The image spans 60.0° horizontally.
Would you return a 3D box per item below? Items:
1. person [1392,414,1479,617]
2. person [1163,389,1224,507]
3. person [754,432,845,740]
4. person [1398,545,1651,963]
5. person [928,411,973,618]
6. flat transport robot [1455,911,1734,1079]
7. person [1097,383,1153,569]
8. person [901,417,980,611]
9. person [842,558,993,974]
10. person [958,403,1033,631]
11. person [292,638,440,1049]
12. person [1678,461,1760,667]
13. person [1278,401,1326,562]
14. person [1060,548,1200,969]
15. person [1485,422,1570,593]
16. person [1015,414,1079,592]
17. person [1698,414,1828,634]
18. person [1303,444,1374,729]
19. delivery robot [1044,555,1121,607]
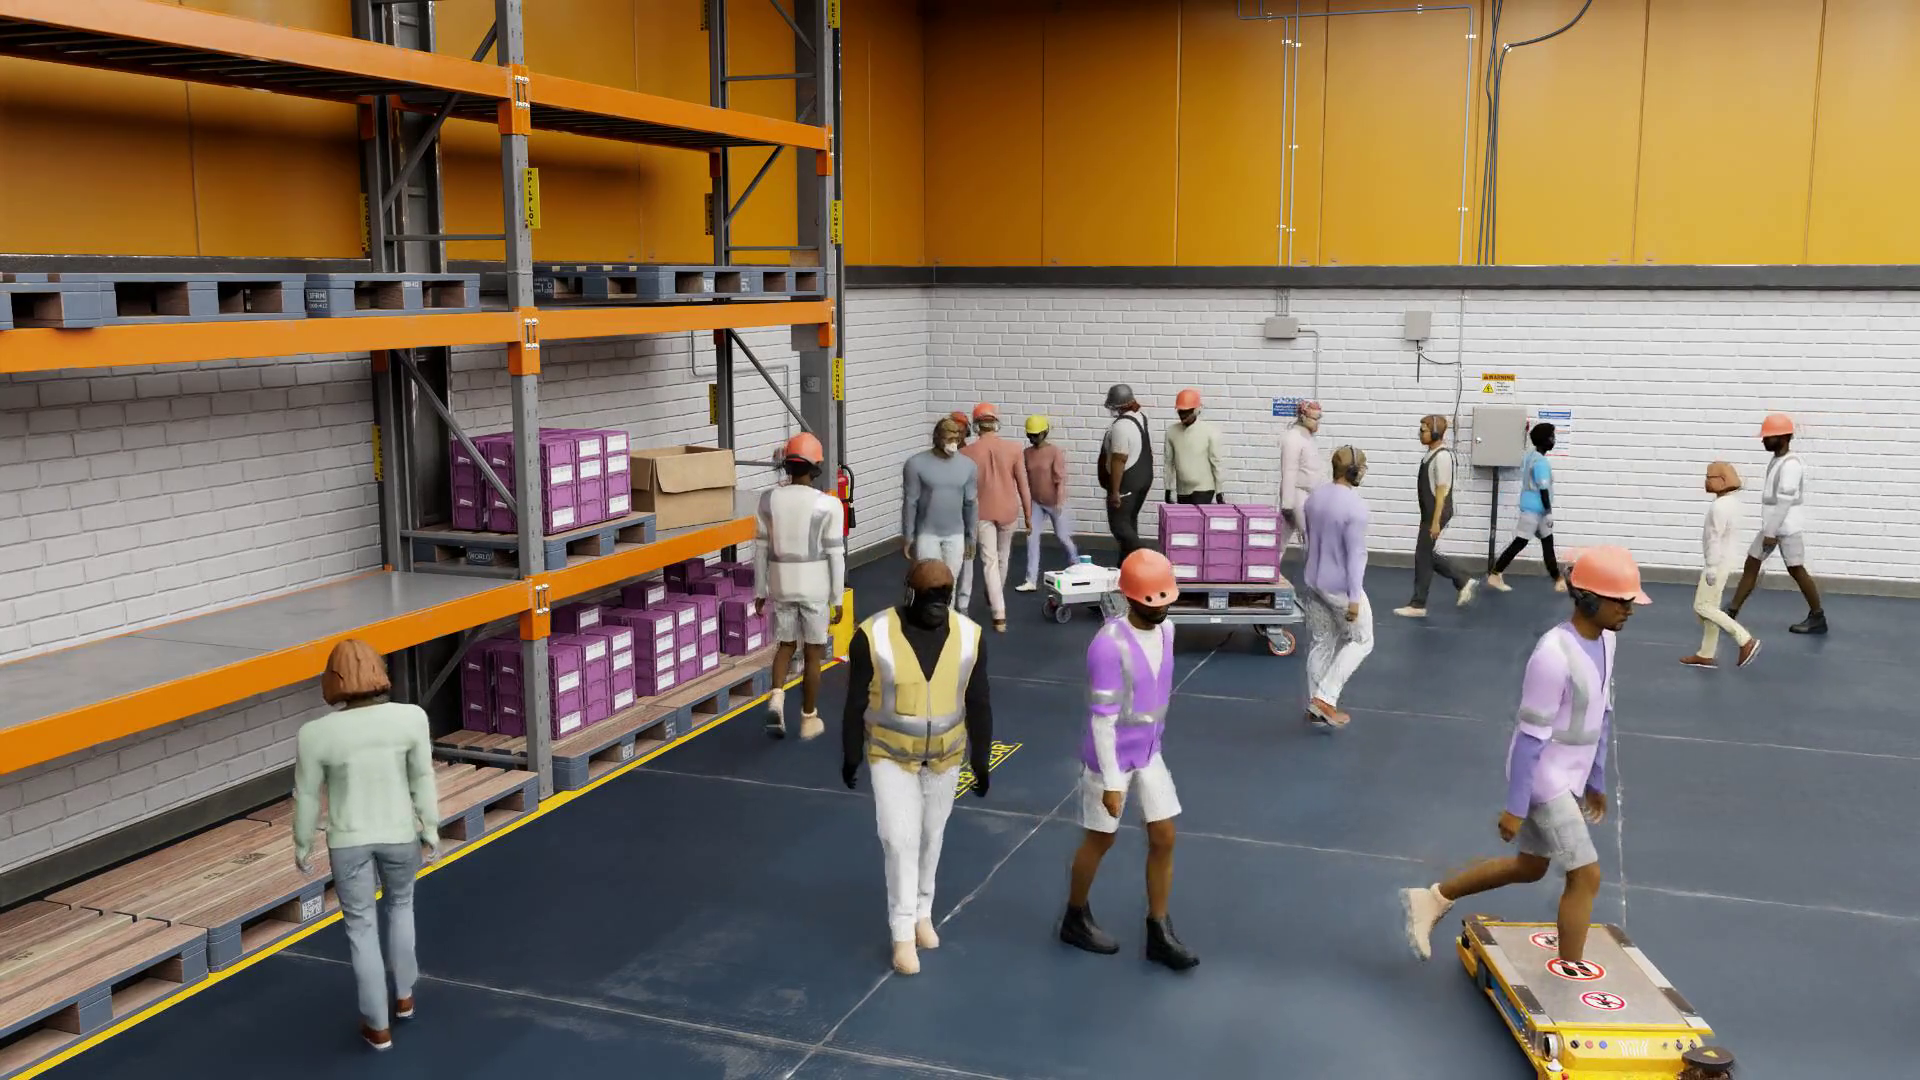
[{"bbox_3d":[4.243,-0.211,14.720,0.686,1.826,0.514,1,9,5],"label":"person"},{"bbox_3d":[2.342,-0.534,16.369,0.638,1.954,0.816,8,12,40],"label":"person"},{"bbox_3d":[-1.046,0.327,10.704,0.636,2.031,0.581,3,9,16],"label":"person"},{"bbox_3d":[2.329,0.962,6.908,0.927,1.980,0.593,6,11,32],"label":"person"},{"bbox_3d":[-0.021,-0.219,14.659,0.585,1.868,0.528,0,9,-1],"label":"person"},{"bbox_3d":[2.500,1.845,6.672,0.652,0.197,1.431,0,9,2],"label":"flat transport robot"},{"bbox_3d":[1.709,-0.572,16.311,0.745,2.000,0.791,6,11,35],"label":"person"},{"bbox_3d":[-0.143,-0.016,13.197,0.642,1.918,0.433,-3,9,-17],"label":"person"},{"bbox_3d":[-0.161,0.975,7.303,0.654,1.809,0.724,-3,9,-17],"label":"person"},{"bbox_3d":[0.270,-0.230,14.499,0.641,1.925,1.036,-2,9,-14],"label":"person"},{"bbox_3d":[-2.376,1.175,6.618,0.531,1.615,0.558,-5,10,-30],"label":"person"},{"bbox_3d":[5.845,0.203,12.734,0.497,1.618,0.519,6,11,33],"label":"person"},{"bbox_3d":[3.323,-0.393,15.778,0.975,1.843,0.658,2,9,15],"label":"person"},{"bbox_3d":[0.741,0.948,7.231,0.560,1.882,0.831,-8,12,-43],"label":"person"},{"bbox_3d":[5.456,-0.297,15.805,0.888,1.654,0.536,2,9,15],"label":"person"},{"bbox_3d":[0.880,-0.373,16.063,0.576,1.716,0.872,8,12,41],"label":"person"},{"bbox_3d":[6.897,-0.128,14.053,1.036,1.873,0.557,1,9,8],"label":"person"},{"bbox_3d":[2.506,0.323,11.053,0.420,1.923,0.641,-4,10,-24],"label":"person"},{"bbox_3d":[1.106,0.380,14.684,0.707,0.478,0.477,-3,10,-21],"label":"delivery robot"}]
